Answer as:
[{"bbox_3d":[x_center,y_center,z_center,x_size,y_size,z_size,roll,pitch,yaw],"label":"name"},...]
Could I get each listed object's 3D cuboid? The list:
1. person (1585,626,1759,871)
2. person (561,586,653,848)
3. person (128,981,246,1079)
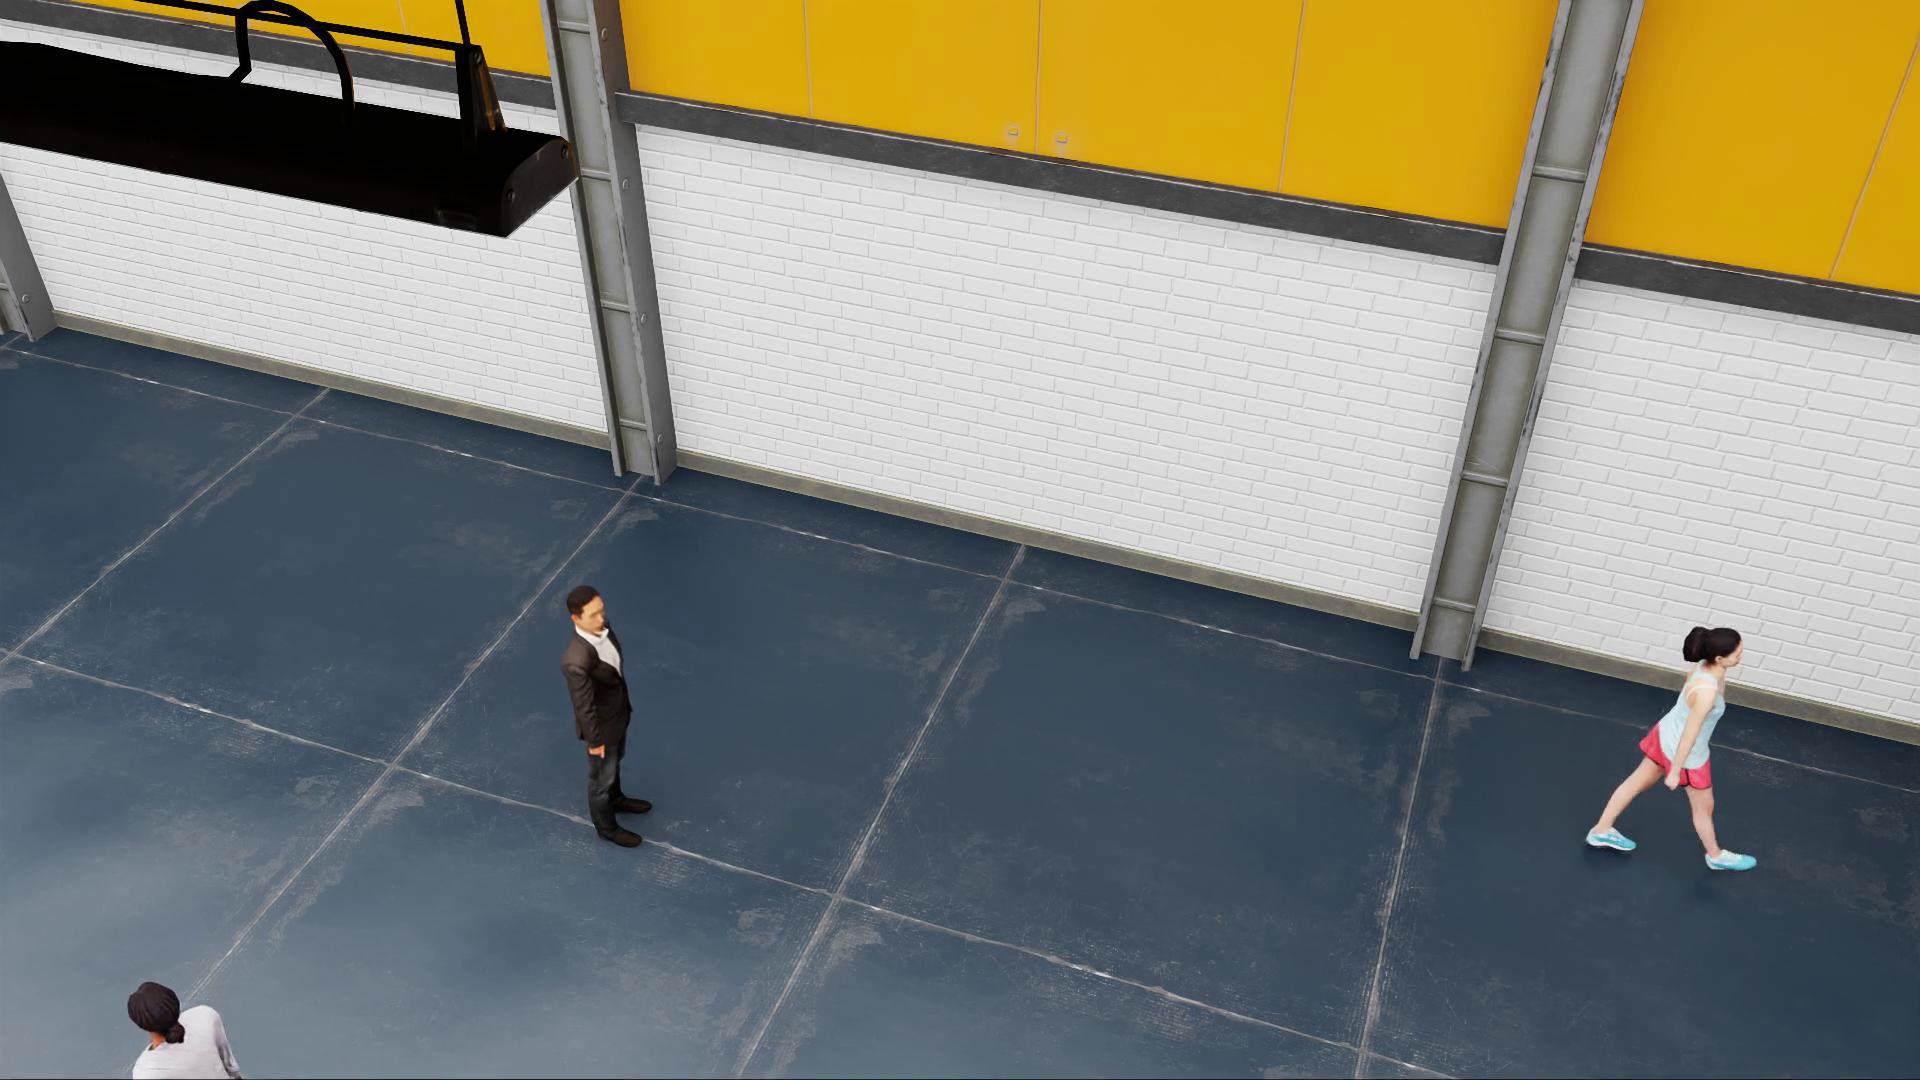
[{"bbox_3d":[3.914,1.154,9.244,1.135,1.724,0.655,10,40,12],"label":"person"},{"bbox_3d":[-2.030,0.980,9.400,0.630,1.802,0.725,4,39,5],"label":"person"},{"bbox_3d":[-3.324,2.610,7.432,1.061,1.711,0.634,13,40,16],"label":"person"}]
